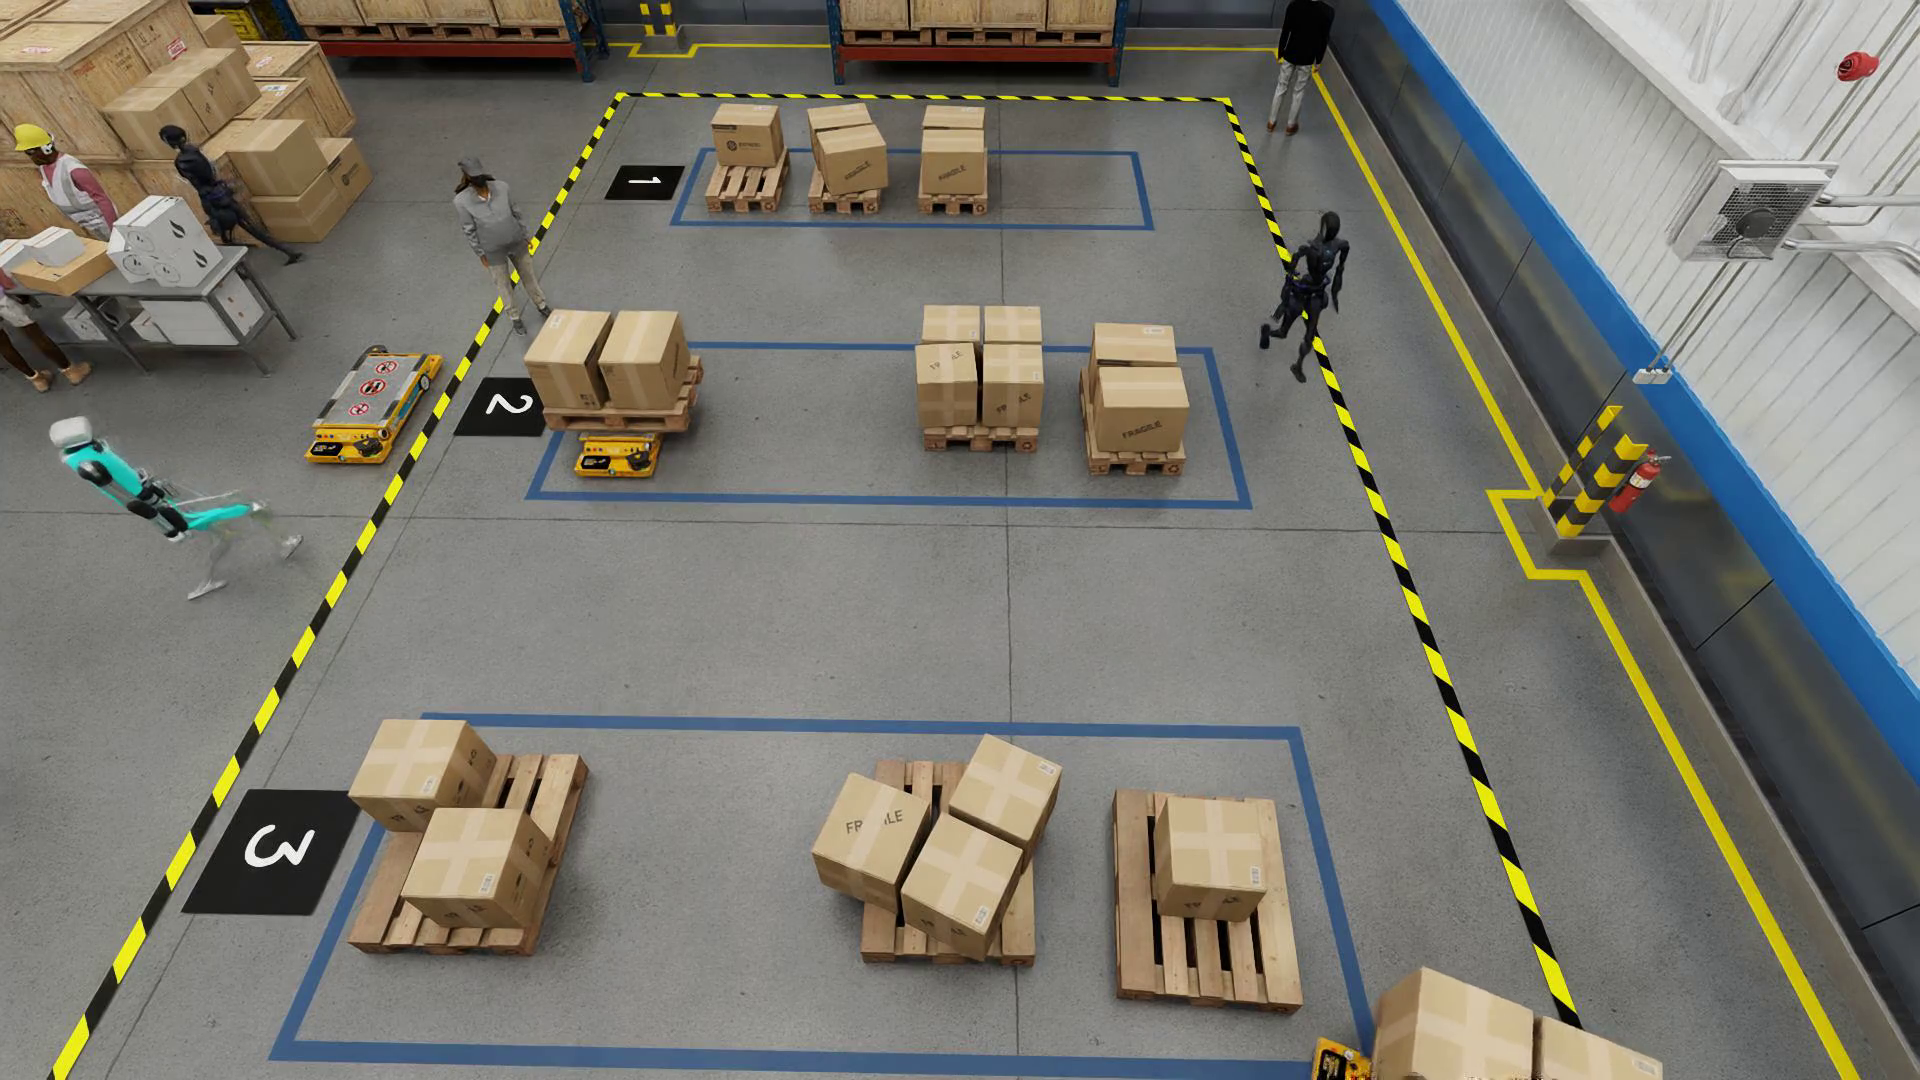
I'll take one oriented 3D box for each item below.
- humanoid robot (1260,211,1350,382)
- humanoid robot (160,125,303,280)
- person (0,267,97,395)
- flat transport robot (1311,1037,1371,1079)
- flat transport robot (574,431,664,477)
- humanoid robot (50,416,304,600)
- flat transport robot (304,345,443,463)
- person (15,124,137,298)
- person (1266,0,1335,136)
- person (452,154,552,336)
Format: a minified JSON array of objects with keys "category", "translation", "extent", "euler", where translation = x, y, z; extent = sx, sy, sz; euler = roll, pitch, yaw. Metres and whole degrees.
[{"category":"humanoid robot","translation":[3.176,-2.280,8.391],"extent":[0.601,1.635,0.677],"euler":[-8,50,-7]},{"category":"humanoid robot","translation":[-7.587,-3.453,9.402],"extent":[0.807,1.627,0.586],"euler":[-17,52,-14]},{"category":"person","translation":[-8.637,-2.190,8.067],"extent":[0.615,2.036,0.414],"euler":[-16,52,-13]},{"category":"flat transport robot","translation":[2.520,3.171,4.666],"extent":[1.431,0.197,0.652],"euler":[18,52,15]},{"category":"flat transport robot","translation":[-2.985,-1.151,8.323],"extent":[0.652,0.197,1.431],"euler":[1,50,1]},{"category":"humanoid robot","translation":[-5.582,-0.314,6.716],"extent":[1.053,1.780,0.530],"euler":[-36,58,-26]},{"category":"flat transport robot","translation":[-5.383,-1.269,8.441],"extent":[0.659,0.231,1.431],"euler":[1,50,1]},{"category":"person","translation":[-8.533,-3.184,9.035],"extent":[0.588,1.834,0.403],"euler":[20,53,16]},{"category":"person","translation":[4.223,-6.009,11.394],"extent":[0.586,1.884,0.362],"euler":[21,53,17]},{"category":"person","translation":[-4.386,-2.827,8.776],"extent":[0.397,1.768,0.560],"euler":[37,59,27]}]
